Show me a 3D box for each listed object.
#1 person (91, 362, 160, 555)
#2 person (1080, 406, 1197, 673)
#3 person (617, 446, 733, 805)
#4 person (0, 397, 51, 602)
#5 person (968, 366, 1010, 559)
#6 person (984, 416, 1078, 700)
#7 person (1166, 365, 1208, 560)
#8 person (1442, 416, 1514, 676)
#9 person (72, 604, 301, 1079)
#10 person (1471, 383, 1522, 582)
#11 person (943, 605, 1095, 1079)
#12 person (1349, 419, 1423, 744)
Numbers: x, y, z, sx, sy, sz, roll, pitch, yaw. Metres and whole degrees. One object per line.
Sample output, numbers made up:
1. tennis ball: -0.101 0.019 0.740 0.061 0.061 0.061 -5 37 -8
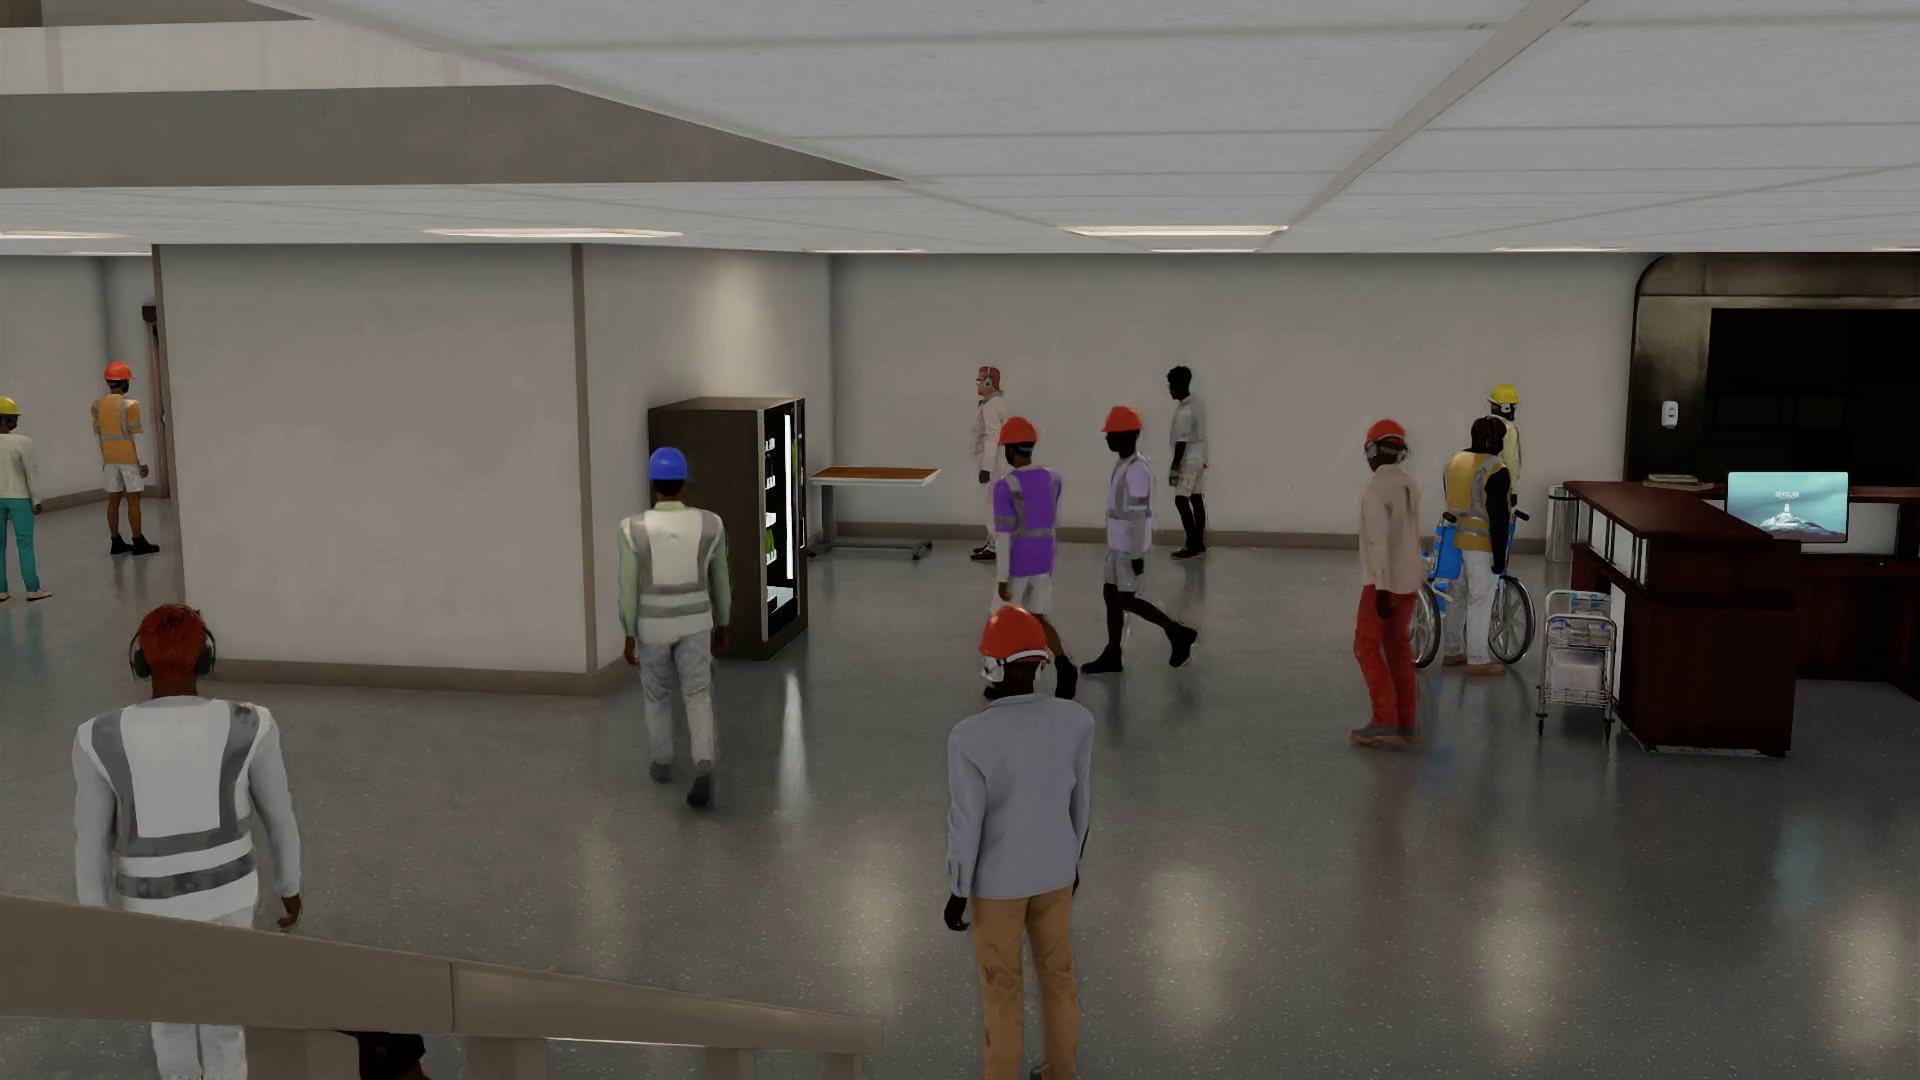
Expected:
1. person: -8.383 -0.815 16.679 0.542 1.939 0.364 2 9 14
2. person: 1.253 0.010 11.682 0.720 1.915 0.549 -1 9 -5
3. person: -1.518 0.452 8.961 0.621 1.915 0.909 -3 10 -19
4. person: -8.187 -0.345 14.330 0.525 1.765 0.329 0 9 -3
5. person: 0.280 -0.762 16.455 0.409 1.908 0.641 1 9 7
6. person: 0.464 0.159 10.759 0.547 1.913 0.705 -7 11 -35
7. person: 2.274 -0.773 16.490 0.368 1.932 0.764 4 10 24
8. person: 3.663 0.041 11.747 0.429 1.835 0.631 -4 10 -21
9. person: -2.389 1.098 5.200 0.614 1.828 0.972 -4 10 -22
10. person: 4.877 -0.504 15.093 0.403 1.830 0.598 -3 10 -16
11. person: 0.180 1.083 5.543 0.564 1.753 0.336 -6 11 -32
12. person: 2.595 0.251 10.075 0.535 1.947 0.645 9 13 43
